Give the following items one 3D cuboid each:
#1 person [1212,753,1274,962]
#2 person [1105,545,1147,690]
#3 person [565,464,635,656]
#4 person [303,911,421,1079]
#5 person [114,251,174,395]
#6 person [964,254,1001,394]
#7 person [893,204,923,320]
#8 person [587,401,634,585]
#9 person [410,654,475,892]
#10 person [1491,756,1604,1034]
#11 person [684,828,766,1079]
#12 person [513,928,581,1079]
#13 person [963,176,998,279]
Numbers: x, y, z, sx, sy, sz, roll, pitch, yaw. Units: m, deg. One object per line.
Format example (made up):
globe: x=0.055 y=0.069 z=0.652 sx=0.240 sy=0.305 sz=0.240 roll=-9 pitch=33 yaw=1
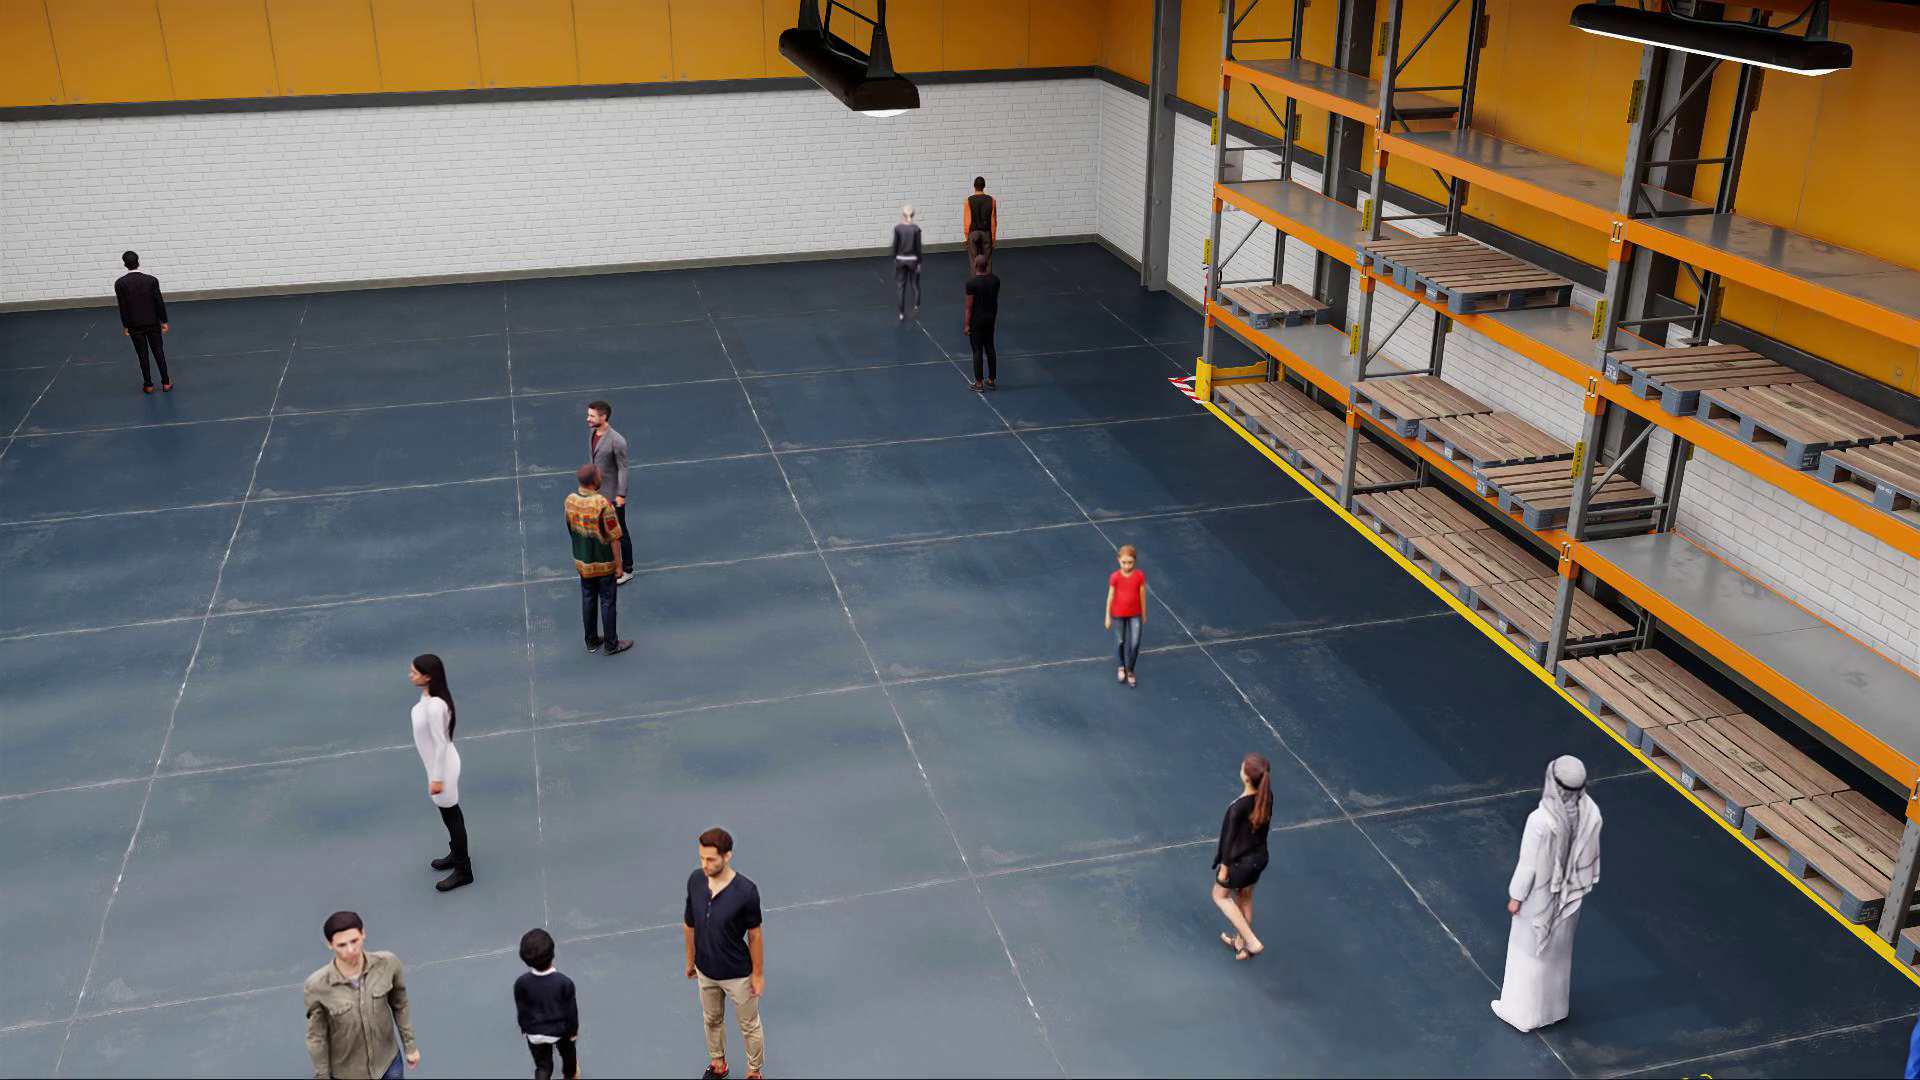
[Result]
person: x=1.903 y=2.108 z=10.840 sx=0.671 sy=1.546 sz=0.762 roll=-16 pitch=28 yaw=-32
person: x=1.454 y=0.623 z=14.547 sx=0.593 sy=1.297 sz=0.643 roll=1 pitch=24 yaw=2
person: x=-3.273 y=0.169 z=14.950 sx=0.827 sy=1.807 sz=0.874 roll=11 pitch=26 yaw=23
person: x=-3.188 y=2.781 z=8.902 sx=0.778 sy=1.865 sz=0.728 roll=-16 pitch=28 yaw=-32
person: x=-10.696 y=-2.860 z=21.783 sx=0.755 sy=1.883 sz=0.650 roll=-13 pitch=27 yaw=-27
person: x=0.287 y=-2.853 z=21.849 sx=0.724 sy=1.819 sz=0.660 roll=-15 pitch=28 yaw=-30
person: x=-0.803 y=-4.153 z=24.984 sx=0.882 sy=1.690 sz=1.154 roll=2 pitch=24 yaw=5
person: x=-3.468 y=-0.490 z=16.375 sx=0.738 sy=1.873 sz=0.844 roll=19 pitch=30 yaw=37
person: x=-3.627 y=1.602 z=11.669 sx=0.677 sy=1.809 sz=0.489 roll=-8 pitch=25 yaw=-18
person: x=3.625 y=2.172 z=10.220 sx=0.682 sy=1.927 sz=0.634 roll=-7 pitch=25 yaw=-16
person: x=-1.353 y=2.463 z=9.641 sx=0.724 sy=1.856 sz=0.738 roll=9 pitch=25 yaw=19
person: x=-2.388 y=2.834 z=9.608 sx=0.621 sy=1.203 sz=0.884 roll=-1 pitch=24 yaw=-2
person: x=0.315 y=-4.735 z=26.044 sx=0.712 sy=1.907 sz=0.628 roll=-4 pitch=24 yaw=-8
